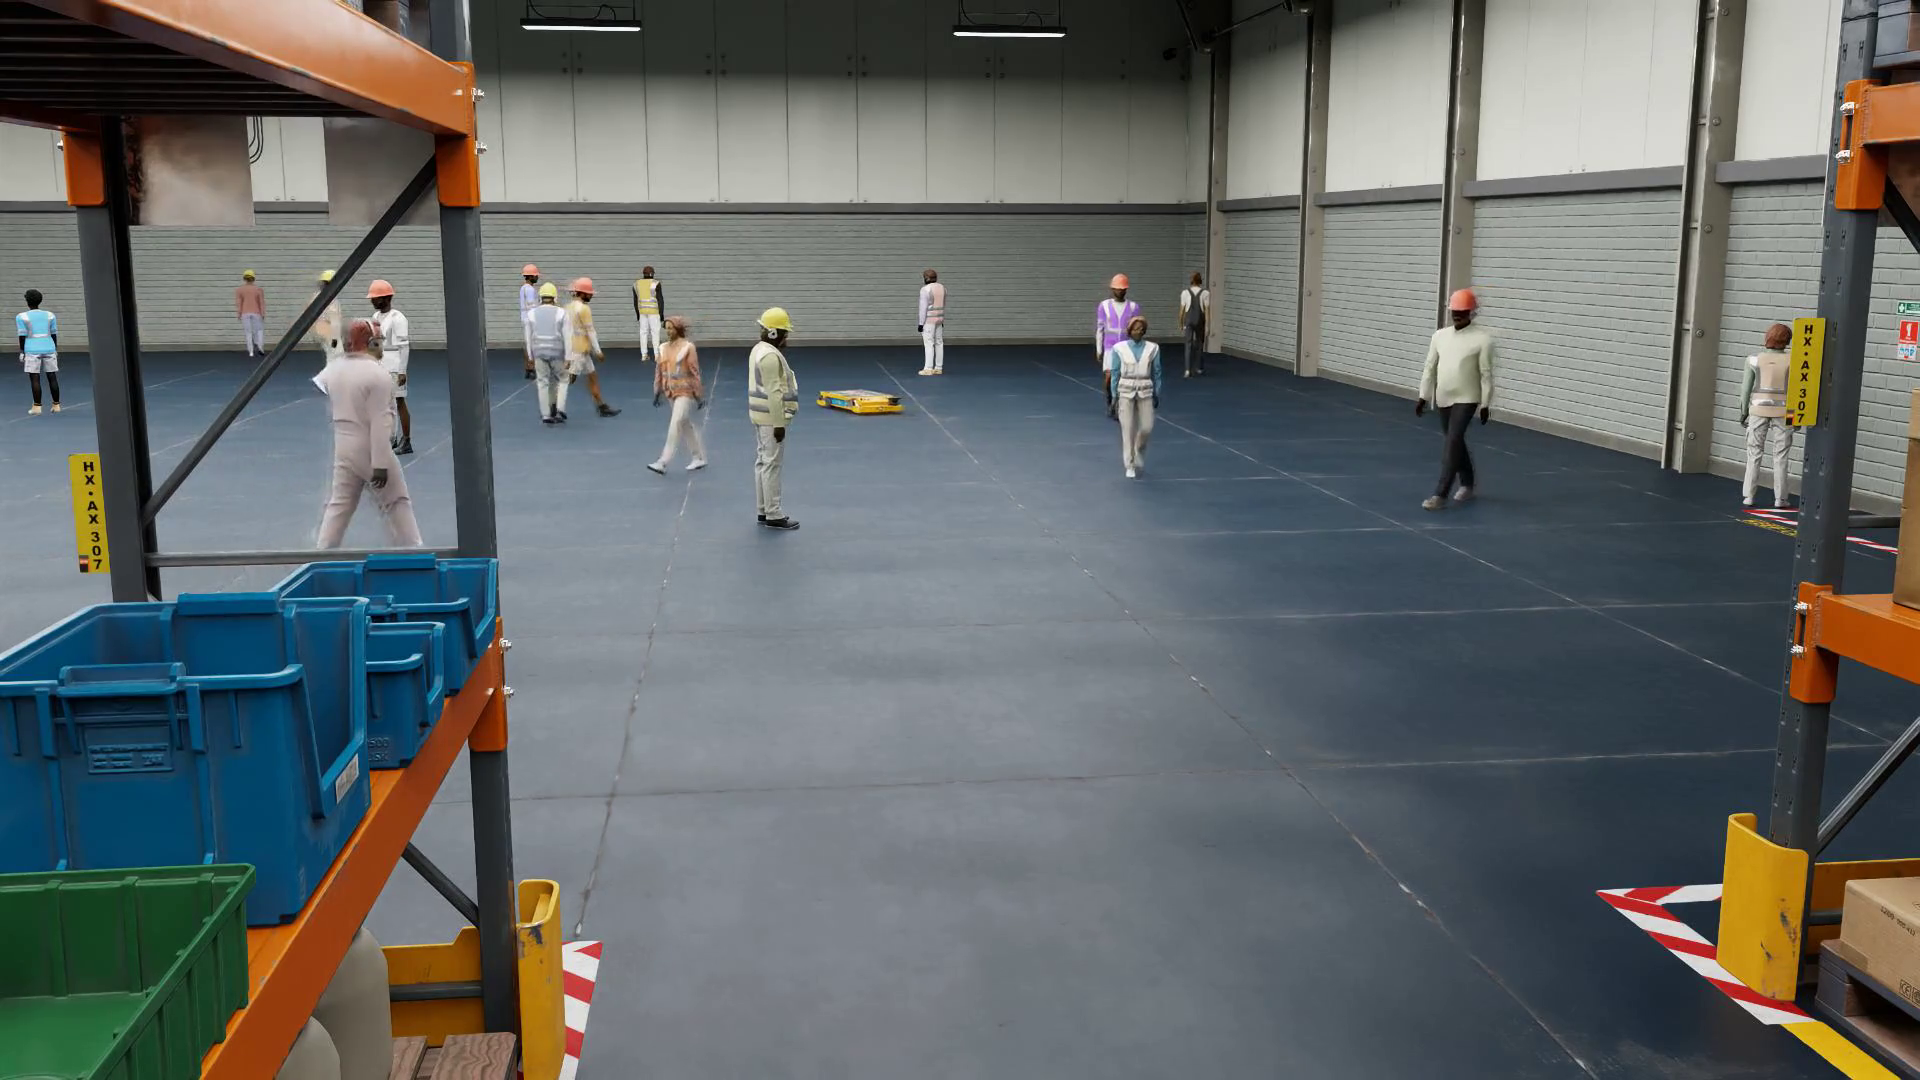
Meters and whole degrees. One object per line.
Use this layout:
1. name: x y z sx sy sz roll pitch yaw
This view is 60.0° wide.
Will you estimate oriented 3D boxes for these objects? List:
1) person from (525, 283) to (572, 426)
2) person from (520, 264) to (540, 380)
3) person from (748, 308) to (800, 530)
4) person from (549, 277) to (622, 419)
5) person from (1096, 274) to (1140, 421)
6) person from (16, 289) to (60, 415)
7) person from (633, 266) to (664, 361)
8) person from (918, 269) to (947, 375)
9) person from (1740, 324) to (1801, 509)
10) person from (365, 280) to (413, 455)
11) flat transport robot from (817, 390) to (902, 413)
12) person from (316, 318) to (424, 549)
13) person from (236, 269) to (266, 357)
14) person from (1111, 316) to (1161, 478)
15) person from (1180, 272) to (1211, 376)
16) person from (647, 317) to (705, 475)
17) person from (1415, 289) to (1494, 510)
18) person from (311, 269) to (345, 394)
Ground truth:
1. person: -5.238 -2.361 21.238 0.608 1.814 0.449 0 10 1
2. person: -7.236 -3.681 28.137 0.356 1.938 0.543 -6 12 -28
3. person: -1.538 -0.999 13.749 0.403 1.823 0.586 -3 11 -18
4. person: -5.038 -2.524 21.987 1.052 1.888 0.544 -6 12 -28
5. person: 2.079 -2.515 21.778 0.573 1.922 0.407 0 10 0
6. person: -12.498 -2.544 22.566 0.318 1.697 0.533 7 13 35
7. person: -6.033 -4.407 32.392 0.632 1.842 0.429 3 11 18
8. person: -0.507 -3.802 29.068 0.429 1.843 0.622 9 13 40
9. person: 7.213 -1.096 14.785 0.522 1.638 0.309 6 12 31
10. person: -6.329 -1.903 18.397 0.550 1.933 0.374 8 13 37
11. flat transport robot: -1.415 -1.944 23.183 0.652 0.197 1.431 -6 12 -28
12. person: -4.077 -0.599 11.488 0.663 1.849 1.043 7 13 34
13. person: -14.244 -4.553 33.436 0.531 1.754 0.558 -3 11 -17
14. person: 1.760 -1.446 16.760 0.521 1.627 0.437 -1 10 -3
15. person: 4.082 -3.749 28.899 0.531 1.806 0.880 2 11 12
16. person: -2.906 -1.469 16.930 0.538 1.588 0.876 8 13 37
17. person: 4.467 -1.276 14.928 1.017 1.952 0.610 -8 13 -38
18. person: -9.525 -3.110 25.065 0.535 1.915 0.588 -9 14 -41
